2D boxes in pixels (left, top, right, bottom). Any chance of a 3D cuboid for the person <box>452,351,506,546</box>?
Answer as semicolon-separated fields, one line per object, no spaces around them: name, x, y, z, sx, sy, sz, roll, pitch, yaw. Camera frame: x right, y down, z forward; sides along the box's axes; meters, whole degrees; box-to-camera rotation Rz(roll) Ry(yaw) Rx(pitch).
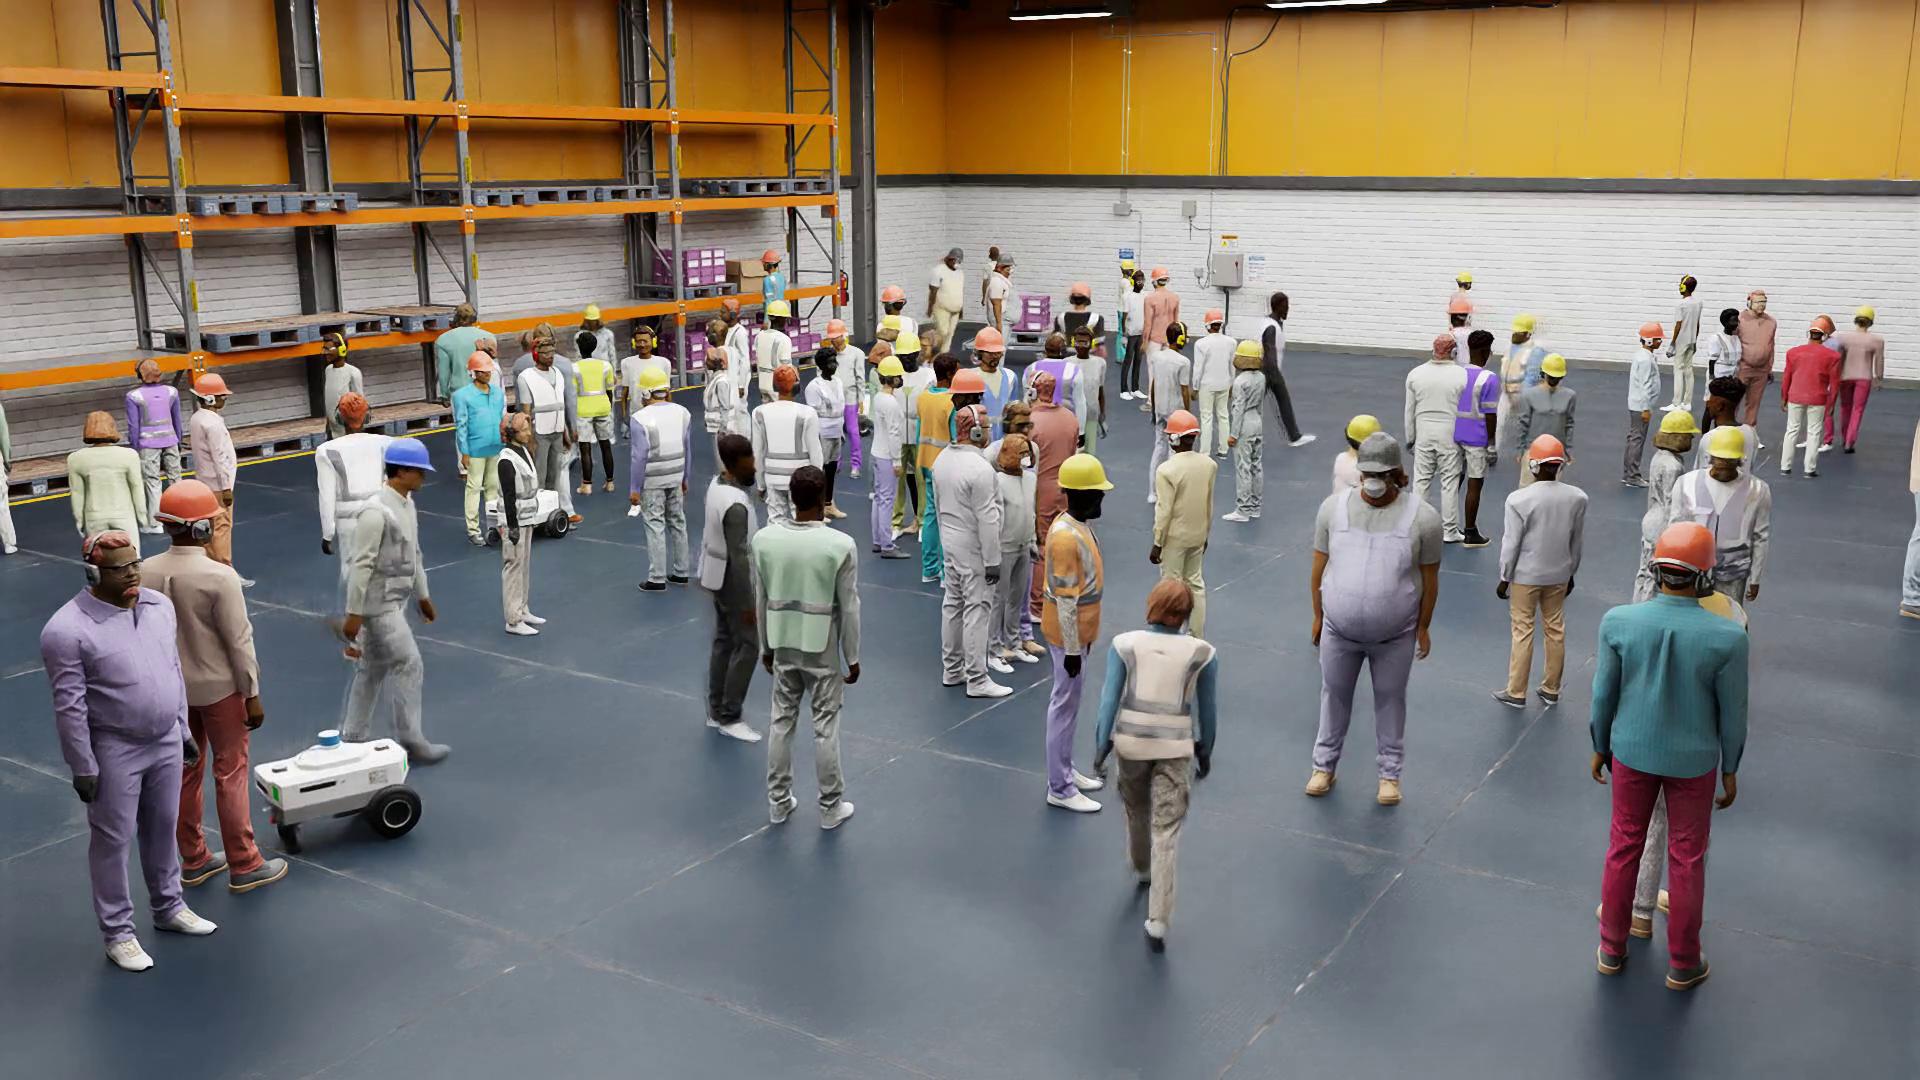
person;-4.302;-0.838;15.066;0.327;1.753;0.562;8;15;32

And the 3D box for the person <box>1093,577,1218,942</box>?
person;0.894;0.969;7.616;0.542;1.571;0.896;3;13;12

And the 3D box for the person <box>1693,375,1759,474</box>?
person;5.365;-0.190;11.790;0.613;1.963;0.361;-10;16;-37

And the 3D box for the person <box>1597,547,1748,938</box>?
person;3.161;0.874;7.451;0.624;1.845;0.430;-4;14;-18

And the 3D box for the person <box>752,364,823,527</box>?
person;-1.336;-0.432;13.024;0.573;1.883;0.353;4;14;17

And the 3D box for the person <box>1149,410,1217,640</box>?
person;1.527;-0.035;11.587;0.574;1.749;0.333;-11;17;-40

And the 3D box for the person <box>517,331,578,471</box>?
person;-4.532;-1.470;18.108;0.570;1.613;0.551;3;13;14

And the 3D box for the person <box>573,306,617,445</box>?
person;-4.419;-1.992;20.182;0.495;1.704;0.653;-4;13;-15

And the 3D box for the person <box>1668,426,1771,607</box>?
person;4.765;0.178;10.510;0.593;1.826;0.403;6;14;25

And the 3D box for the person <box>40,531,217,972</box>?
person;-3.585;0.893;7.227;0.410;1.908;0.643;5;14;20

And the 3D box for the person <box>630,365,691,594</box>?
person;-2.420;-0.486;13.358;0.404;1.834;0.600;10;16;37

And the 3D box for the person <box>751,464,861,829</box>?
person;-0.803;0.560;8.677;0.588;1.909;0.396;5;14;19

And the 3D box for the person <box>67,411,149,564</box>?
person;-6.314;-0.146;12.360;0.504;1.628;0.278;-3;13;-15

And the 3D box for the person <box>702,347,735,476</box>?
person;-2.366;-1.083;16.373;0.308;1.644;0.524;-3;13;-15

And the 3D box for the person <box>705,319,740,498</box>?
person;-2.435;-1.334;17.020;0.351;1.846;0.506;6;14;25

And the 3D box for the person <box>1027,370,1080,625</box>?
person;0.603;-0.319;12.482;0.400;1.910;0.643;12;18;43

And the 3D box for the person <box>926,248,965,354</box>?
person;-0.201;-3.868;27.585;0.766;2.000;0.544;-12;18;-43

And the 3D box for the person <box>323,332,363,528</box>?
person;-5.771;-1.011;15.565;0.517;1.874;0.328;8;15;32

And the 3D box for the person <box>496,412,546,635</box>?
person;-3.246;-0.127;12.234;0.309;1.639;0.522;0;13;-2

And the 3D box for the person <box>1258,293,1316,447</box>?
person;3.757;-2.026;19.969;0.994;1.867;0.606;5;14;19

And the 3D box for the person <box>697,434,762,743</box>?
person;-1.399;0.272;10.014;0.355;1.881;0.737;-4;14;-18

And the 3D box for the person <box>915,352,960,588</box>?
person;-0.136;-0.567;13.537;0.379;1.915;0.596;-9;16;-36

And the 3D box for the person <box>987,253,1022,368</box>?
person;0.687;-3.394;25.528;0.535;2.000;0.682;3;13;11

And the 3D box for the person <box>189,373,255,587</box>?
person;-6.028;-0.482;13.526;0.329;1.751;0.572;-11;17;-38

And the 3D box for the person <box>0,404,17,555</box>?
person;-8.546;-0.648;14.499;0.511;1.640;0.308;-10;16;-36

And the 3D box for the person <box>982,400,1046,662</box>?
person;0.368;-0.066;11.551;0.506;1.837;0.357;-11;17;-39

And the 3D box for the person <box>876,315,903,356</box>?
person;-0.796;-1.660;18.687;0.324;1.732;0.494;-3;13;-12

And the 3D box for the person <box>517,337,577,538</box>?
person;-3.842;-0.961;15.400;0.390;1.846;0.565;6;14;24

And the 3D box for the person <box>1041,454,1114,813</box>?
person;0.624;0.486;8.942;0.370;1.929;0.585;2;13;8

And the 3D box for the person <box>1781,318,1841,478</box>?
person;9.298;-1.543;18.214;0.574;1.715;0.355;9;16;35

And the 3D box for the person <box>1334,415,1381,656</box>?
person;2.758;-0.036;11.637;0.365;1.741;0.594;-1;13;-5

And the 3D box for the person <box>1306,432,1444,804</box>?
person;2.212;0.424;8.968;0.678;2.000;0.536;5;14;22

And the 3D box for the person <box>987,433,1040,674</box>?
person;0.366;0.077;11.360;0.282;1.634;0.498;10;17;38

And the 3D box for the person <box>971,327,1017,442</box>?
person;0.251;-0.806;14.295;0.614;2.043;0.374;-8;15;-31

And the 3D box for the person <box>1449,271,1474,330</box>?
person;7.603;-3.189;25.240;0.312;1.769;0.522;-4;14;-16

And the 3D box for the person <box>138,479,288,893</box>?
person;-3.569;0.698;7.878;0.612;1.995;0.376;4;14;18

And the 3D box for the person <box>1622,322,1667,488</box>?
person;7.281;-1.442;17.689;0.327;1.752;0.562;3;13;15

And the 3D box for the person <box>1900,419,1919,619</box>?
person;7.415;-0.395;12.621;0.382;1.995;0.612;8;15;32

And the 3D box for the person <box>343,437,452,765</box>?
person;-3.273;0.362;9.570;0.762;1.884;0.634;-1;13;-5

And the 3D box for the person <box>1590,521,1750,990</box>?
person;2.963;0.903;6.990;0.610;1.996;0.379;8;15;33

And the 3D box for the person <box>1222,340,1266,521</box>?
person;2.742;-1.051;16.017;0.296;1.744;0.484;11;17;39
